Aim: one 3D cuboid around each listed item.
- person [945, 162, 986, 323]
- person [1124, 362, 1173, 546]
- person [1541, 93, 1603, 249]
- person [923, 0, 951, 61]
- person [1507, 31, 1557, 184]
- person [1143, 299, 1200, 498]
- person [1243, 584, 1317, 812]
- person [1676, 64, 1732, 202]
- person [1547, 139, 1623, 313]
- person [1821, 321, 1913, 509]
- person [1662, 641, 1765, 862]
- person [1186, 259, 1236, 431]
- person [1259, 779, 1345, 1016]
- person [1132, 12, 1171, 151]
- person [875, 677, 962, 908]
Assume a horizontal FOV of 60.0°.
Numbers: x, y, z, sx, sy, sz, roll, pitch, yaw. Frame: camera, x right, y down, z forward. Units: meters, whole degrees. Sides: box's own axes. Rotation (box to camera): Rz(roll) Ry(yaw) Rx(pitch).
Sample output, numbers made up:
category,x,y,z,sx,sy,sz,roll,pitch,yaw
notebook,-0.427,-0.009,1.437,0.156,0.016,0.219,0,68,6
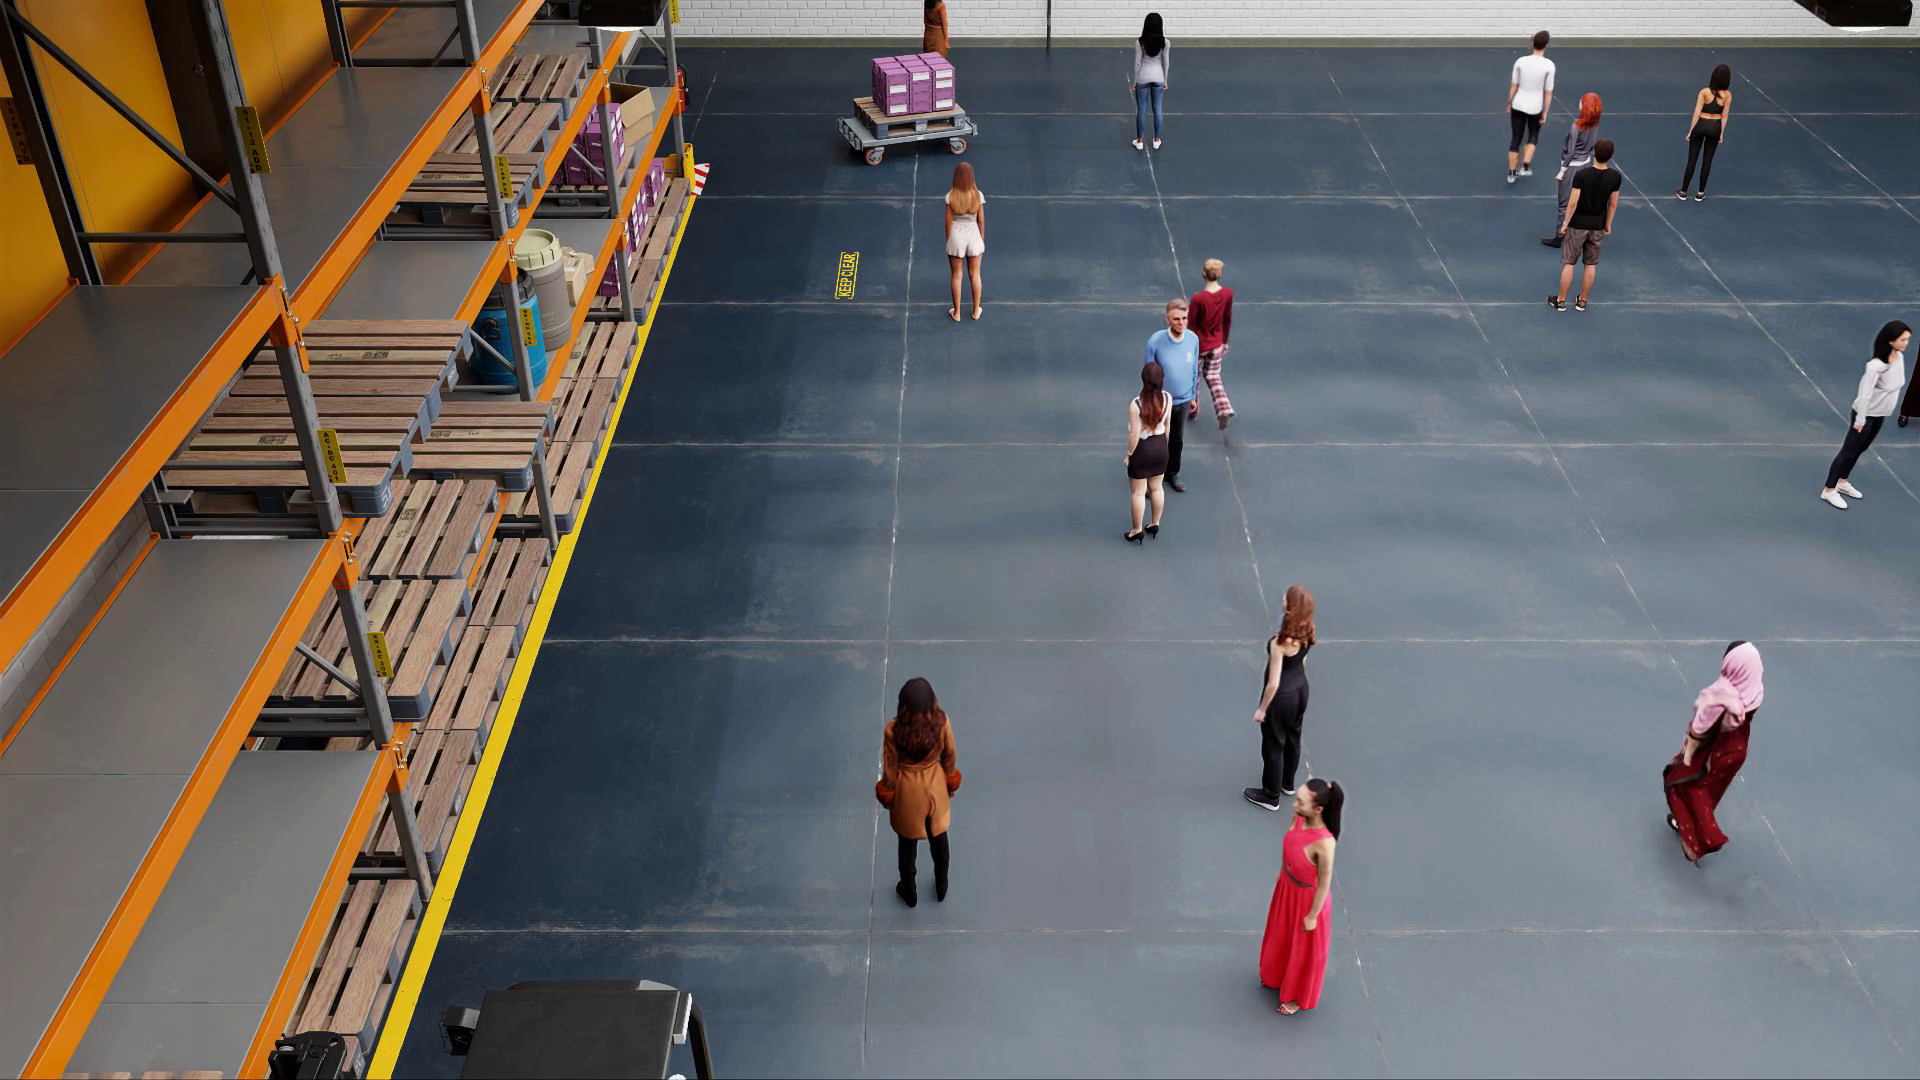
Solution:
category,x,y,z,sx,sy,sz,roll,pitch,yaw
person,0.042,-3.072,17.133,0.575,1.696,0.568,-2,34,-3
person,1.538,-0.710,13.622,0.631,1.649,0.649,-17,37,-24
person,6.912,-4.165,18.701,0.656,1.780,0.687,-22,39,-29
person,-0.336,-6.863,22.842,0.698,1.689,0.638,-29,43,-36
person,6.897,-5.247,20.276,0.779,1.840,0.792,15,36,21
person,1.794,-1.245,14.272,0.713,1.820,0.662,-9,35,-13
person,2.145,1.025,10.922,0.717,1.748,0.652,27,42,35
person,8.927,-4.876,19.894,0.603,1.643,0.576,9,35,14
person,6.512,-3.268,17.279,0.662,1.862,0.569,1,34,1
person,7.734,-1.090,14.147,0.704,1.700,0.744,-24,41,-32
person,4.830,1.362,10.525,0.772,1.626,0.855,-10,35,-15
person,2.279,-1.755,15.161,0.831,1.686,0.995,-14,36,-20
person,1.945,2.019,9.447,0.732,1.726,0.596,-9,35,-13
person,2.436,-5.885,21.330,0.626,1.735,0.543,-3,34,-5
person,-0.251,1.541,10.171,0.748,1.720,0.678,-8,34,-12
